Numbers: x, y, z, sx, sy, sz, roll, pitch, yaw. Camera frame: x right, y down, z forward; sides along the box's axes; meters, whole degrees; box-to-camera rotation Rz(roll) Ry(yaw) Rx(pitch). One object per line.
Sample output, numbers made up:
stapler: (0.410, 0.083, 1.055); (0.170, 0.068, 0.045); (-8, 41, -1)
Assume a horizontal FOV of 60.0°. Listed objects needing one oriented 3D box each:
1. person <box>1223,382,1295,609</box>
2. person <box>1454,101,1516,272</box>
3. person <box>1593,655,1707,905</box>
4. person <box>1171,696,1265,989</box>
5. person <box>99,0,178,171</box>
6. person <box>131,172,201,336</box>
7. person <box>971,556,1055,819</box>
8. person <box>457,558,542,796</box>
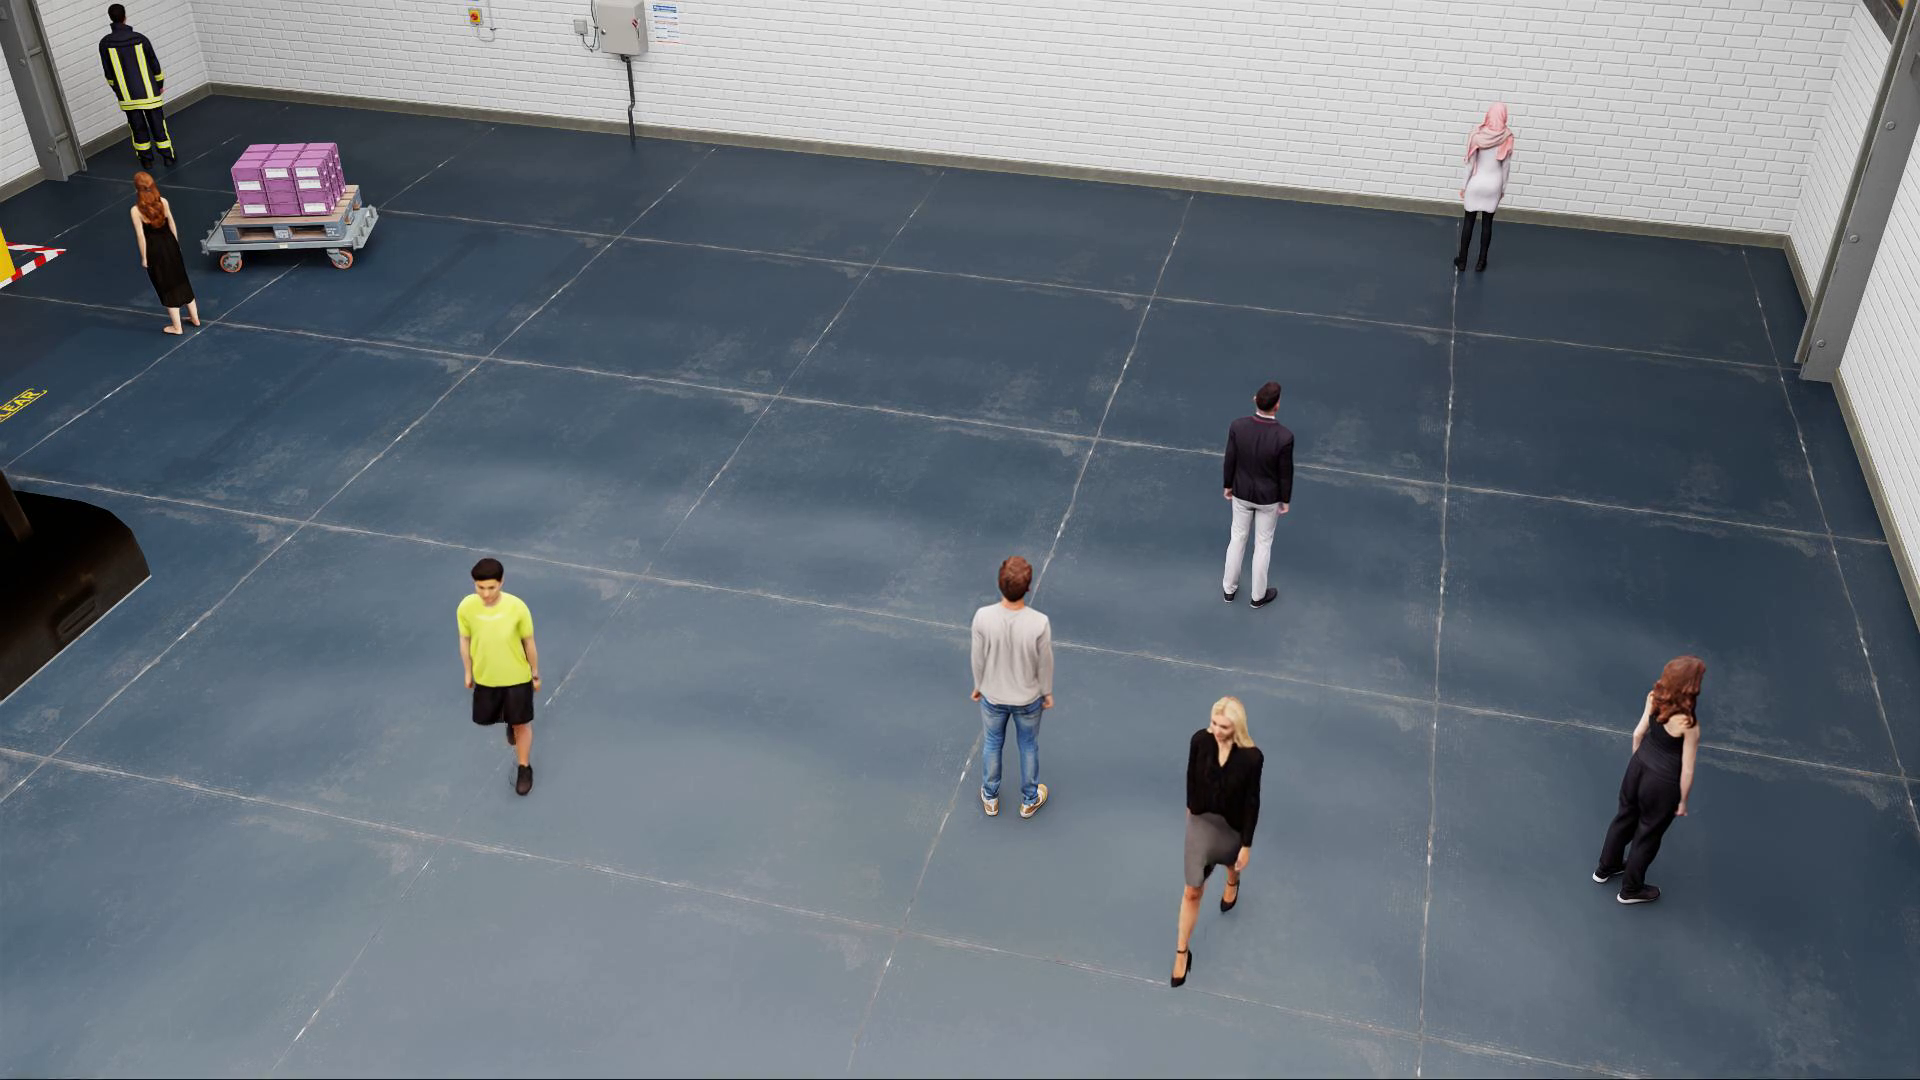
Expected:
person: (2.161, -0.330, 12.145); (0.712, 1.844, 0.632); (16, 37, 23)
person: (5.413, -3.645, 17.168); (0.644, 1.804, 0.613); (5, 34, 8)
person: (4.026, 1.378, 9.663); (0.729, 1.747, 0.649); (-14, 36, -20)
person: (1.499, 1.586, 9.315); (0.736, 1.786, 1.189); (15, 36, 21)
person: (-9.718, -5.357, 19.632); (0.889, 1.928, 0.910); (-13, 36, -18)
person: (-7.673, -2.766, 16.007); (0.688, 1.625, 0.589); (18, 38, 25)
person: (0.320, 0.925, 10.202); (0.685, 1.904, 0.596); (5, 34, 8)
person: (-2.912, 0.794, 10.586); (0.771, 1.698, 0.940); (0, 34, 0)
